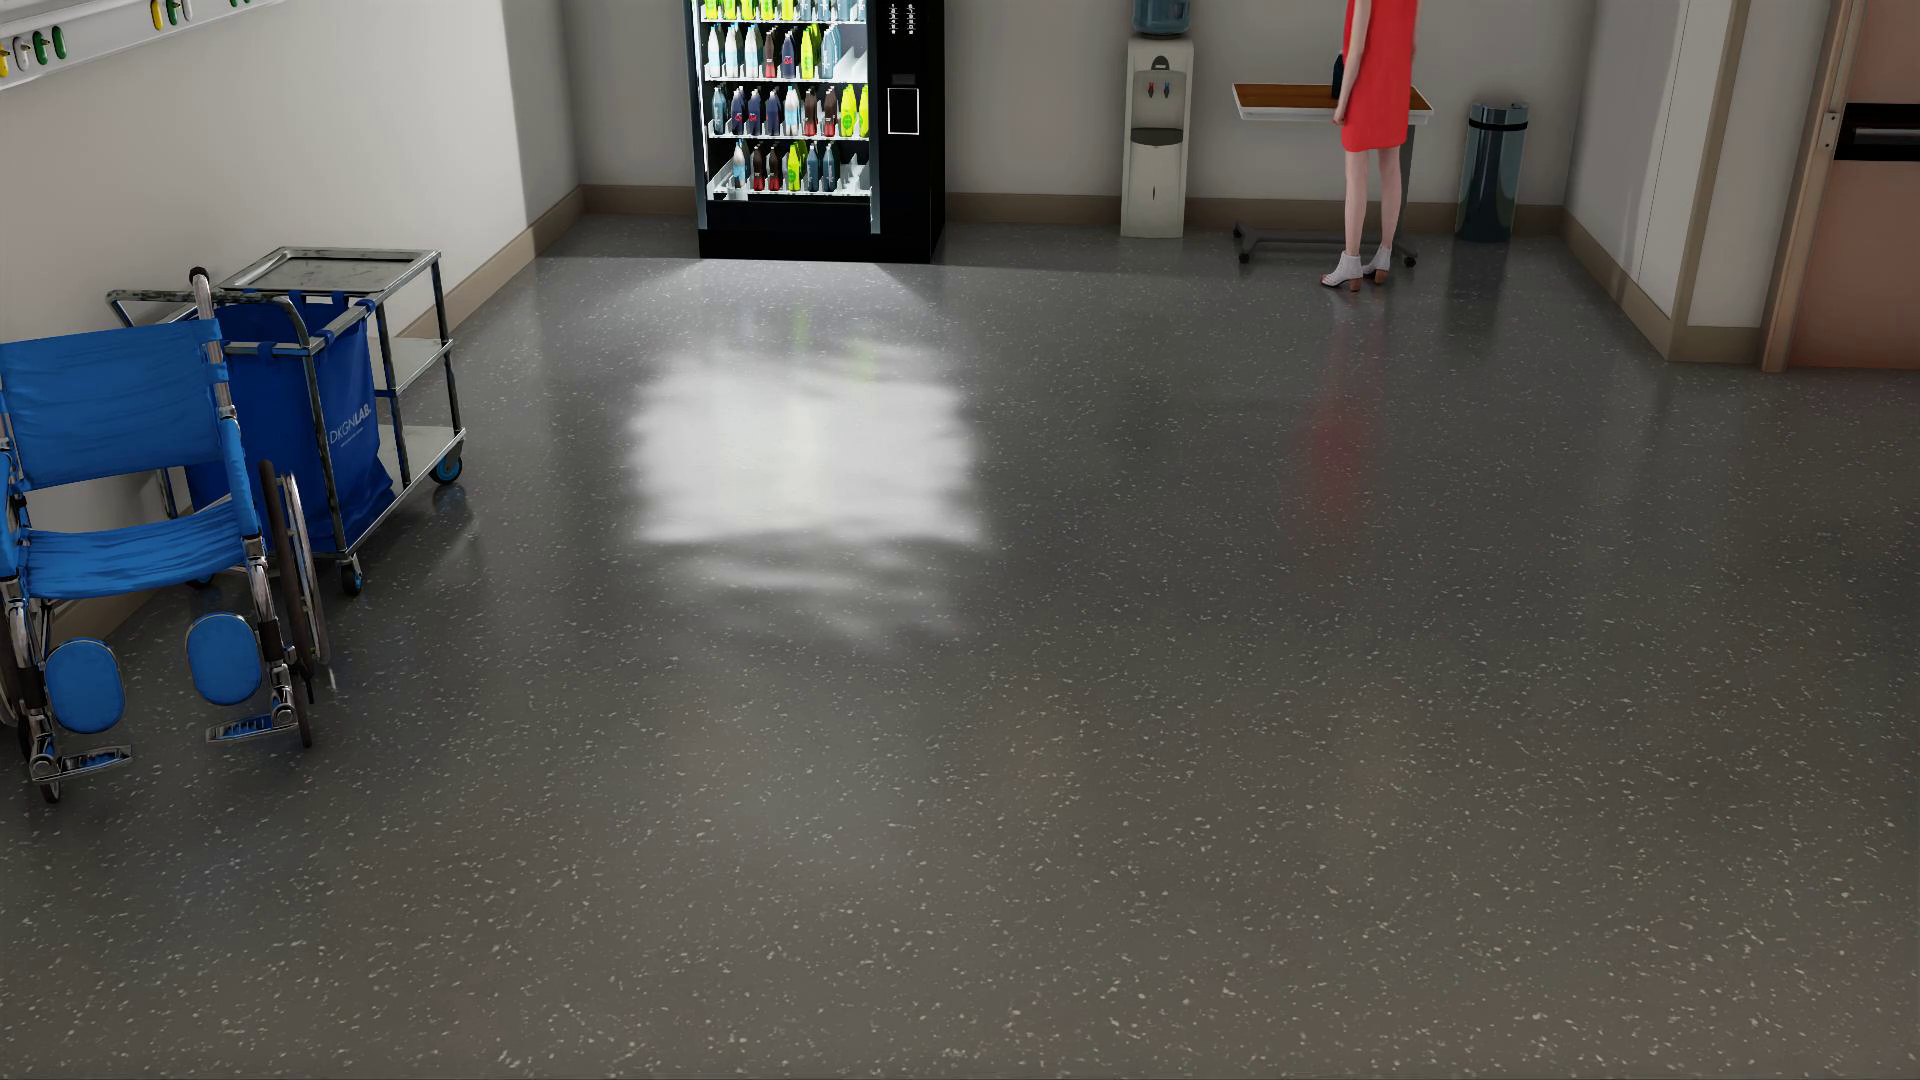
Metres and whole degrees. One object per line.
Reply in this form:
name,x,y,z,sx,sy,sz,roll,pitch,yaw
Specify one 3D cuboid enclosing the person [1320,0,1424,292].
person,1.989,-2.107,7.925,0.627,1.827,0.721,-14,29,-27
